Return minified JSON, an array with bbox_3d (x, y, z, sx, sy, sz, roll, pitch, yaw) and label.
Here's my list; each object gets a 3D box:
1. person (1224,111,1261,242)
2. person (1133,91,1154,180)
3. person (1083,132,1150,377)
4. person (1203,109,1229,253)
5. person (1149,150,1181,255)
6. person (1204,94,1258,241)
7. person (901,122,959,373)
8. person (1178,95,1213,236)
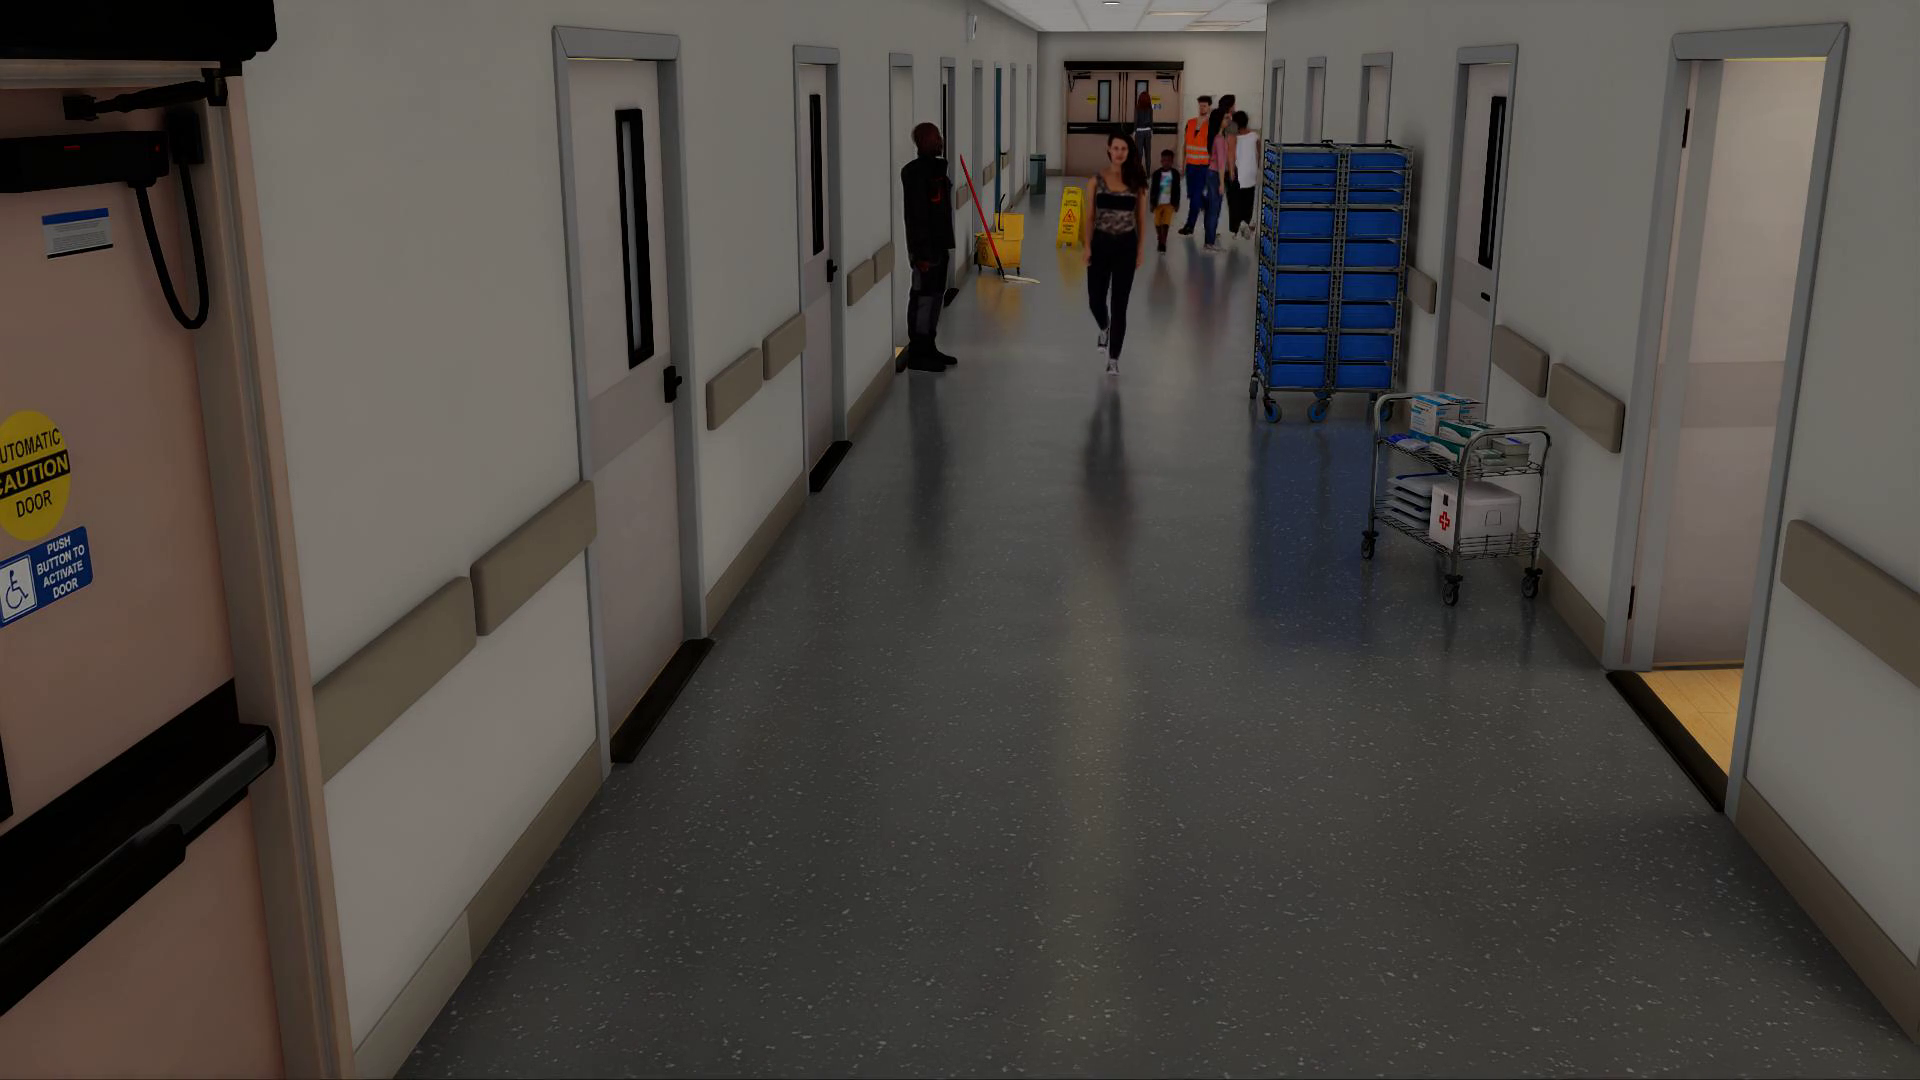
[{"bbox_3d":[3.713,-4.796,21.973,0.762,1.666,1.034,5,17,18],"label":"person"},{"bbox_3d":[3.820,-8.454,34.739,0.647,1.779,0.606,-4,16,-14],"label":"person"},{"bbox_3d":[1.130,-2.109,12.272,0.621,1.758,0.857,2,16,6],"label":"person"},{"bbox_3d":[3.202,-4.500,20.786,0.666,1.742,0.469,-1,16,-2],"label":"person"},{"bbox_3d":[2.525,-4.168,20.525,0.518,1.244,0.821,2,16,6],"label":"person"},{"bbox_3d":[3.398,-4.871,21.879,1.146,1.862,1.133,-11,19,-33],"label":"person"},{"bbox_3d":[-0.253,-2.217,12.533,0.797,1.825,0.589,4,16,13],"label":"person"},{"bbox_3d":[3.315,-5.129,22.806,1.094,1.857,1.210,15,21,42],"label":"person"}]
